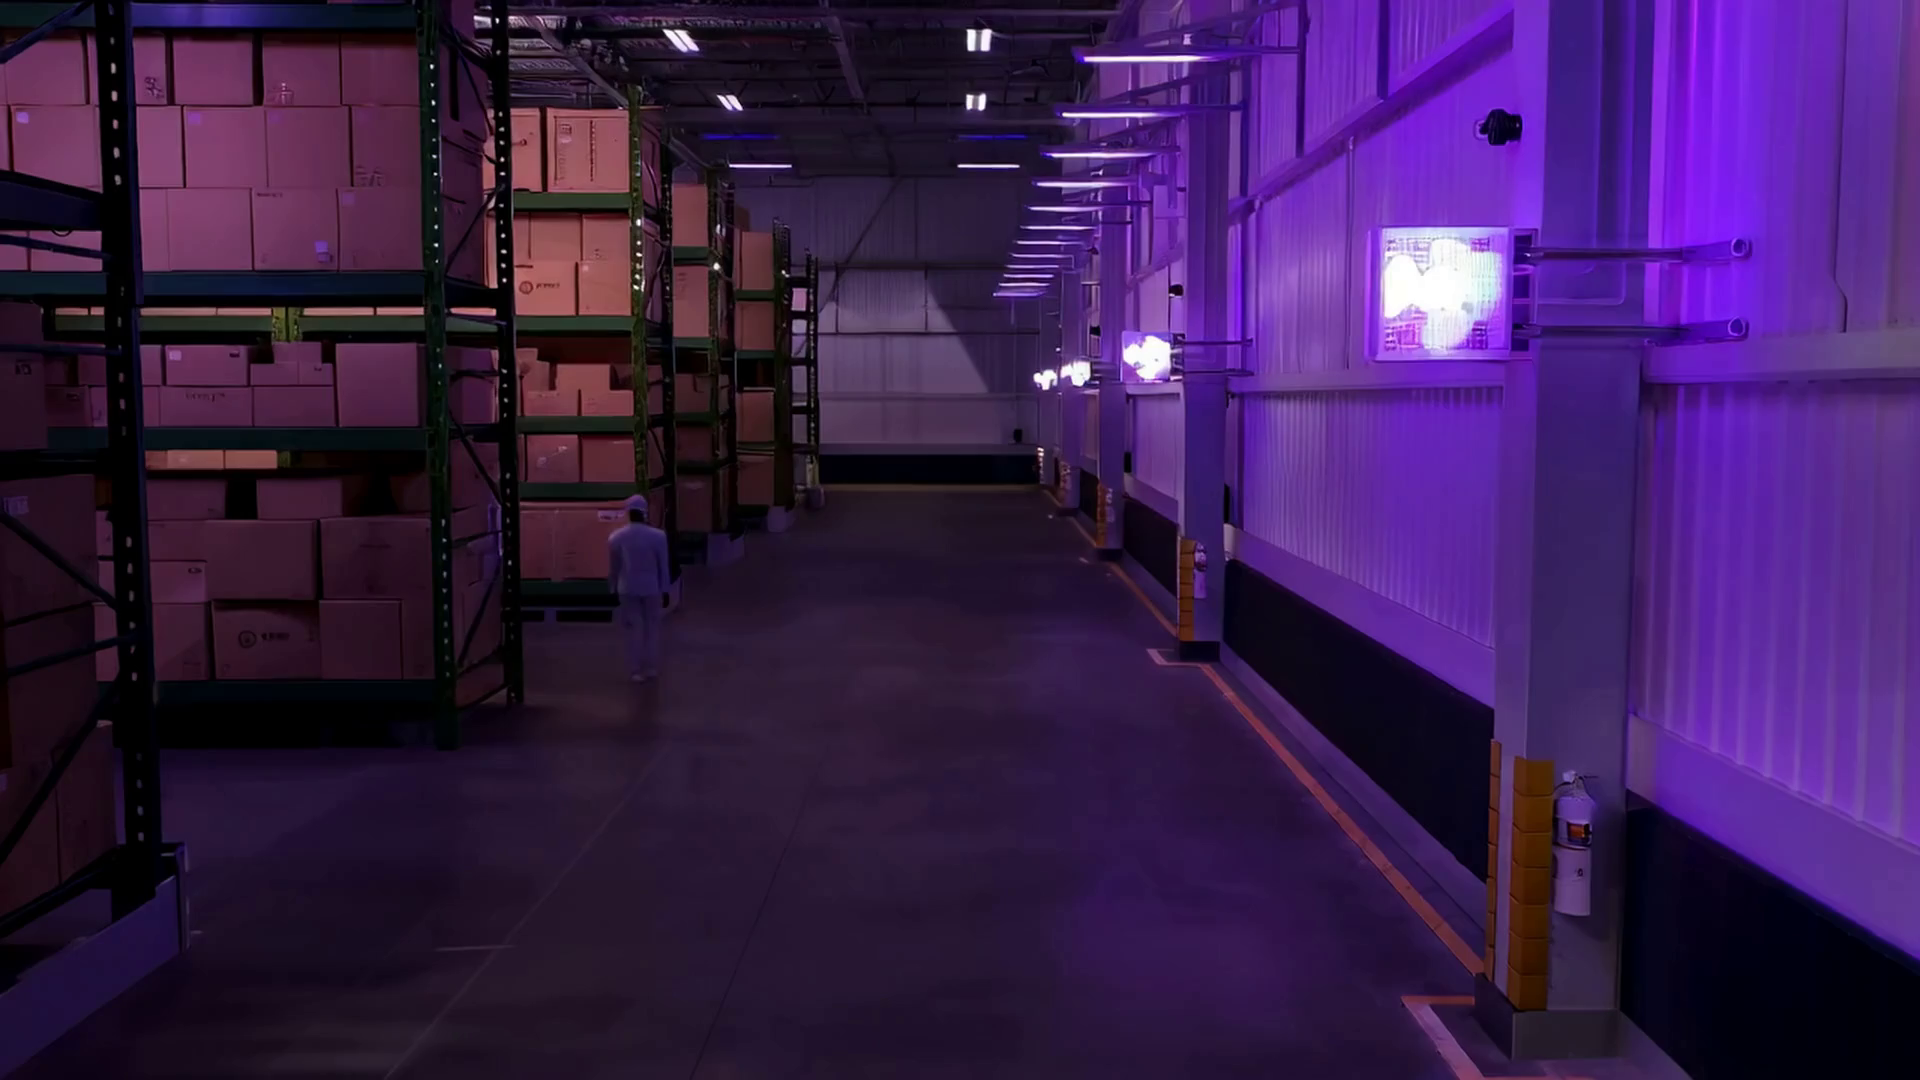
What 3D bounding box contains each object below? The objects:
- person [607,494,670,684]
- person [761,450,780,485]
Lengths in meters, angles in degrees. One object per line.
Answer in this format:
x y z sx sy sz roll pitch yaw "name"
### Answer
-2.948 0.441 15.327 0.602 1.730 0.518 0 5 3 "person"
-4.172 -1.337 36.808 0.523 1.621 0.684 -3 6 -32 "person"
